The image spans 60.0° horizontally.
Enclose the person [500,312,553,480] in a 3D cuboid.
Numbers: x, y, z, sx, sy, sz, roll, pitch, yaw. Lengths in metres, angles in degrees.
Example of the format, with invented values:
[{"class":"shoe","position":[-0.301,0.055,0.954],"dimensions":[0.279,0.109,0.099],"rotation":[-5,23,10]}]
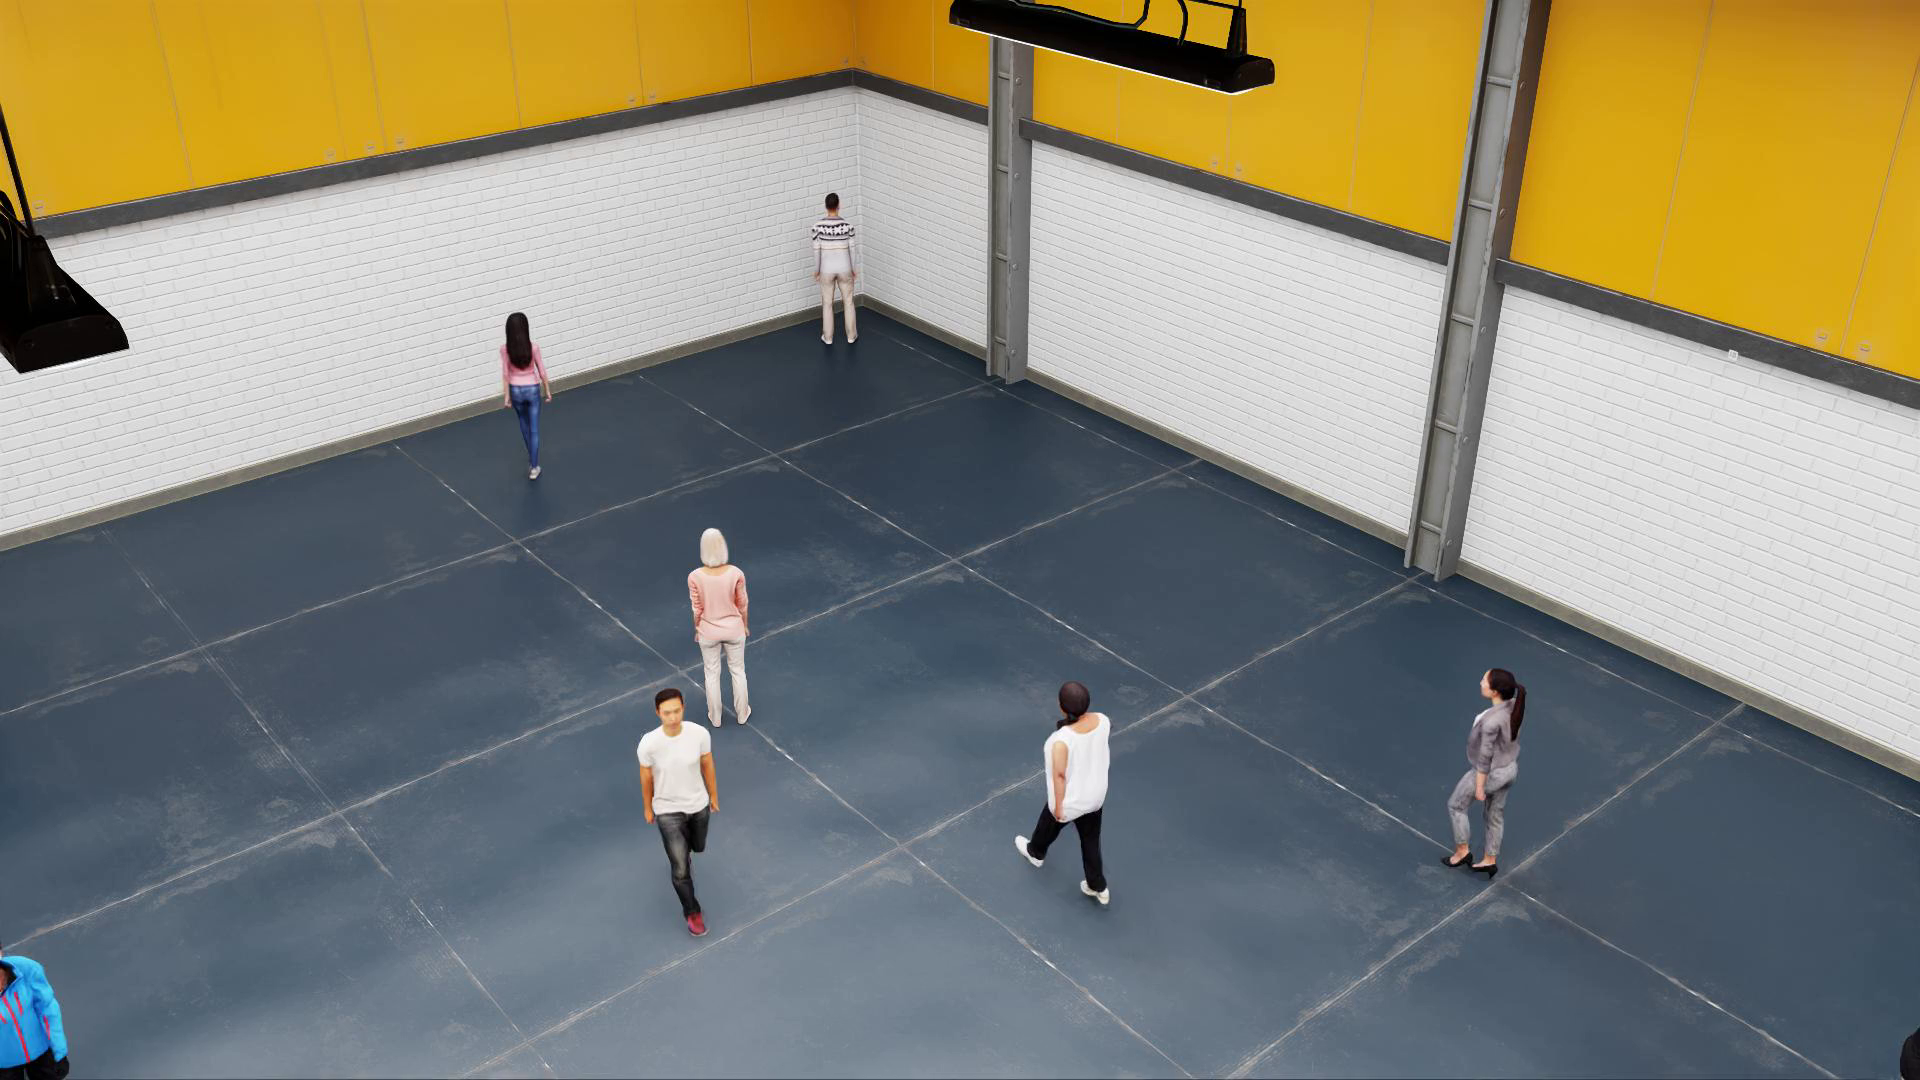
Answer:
[{"class":"person","position":[-4.435,-1.448,16.923],"dimensions":[0.925,1.719,1.040],"rotation":[-2,29,-4]}]

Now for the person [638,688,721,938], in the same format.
[{"class":"person","position":[-1.868,1.711,11.066],"dimensions":[0.824,1.782,1.149],"rotation":[-13,31,-22]}]

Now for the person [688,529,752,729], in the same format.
[{"class":"person","position":[-1.870,0.689,12.999],"dimensions":[0.685,1.725,0.690],"rotation":[-5,29,-9]}]

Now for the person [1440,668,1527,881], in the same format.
[{"class":"person","position":[3.687,1.646,11.313],"dimensions":[0.599,1.660,0.590],"rotation":[-22,36,-35]}]

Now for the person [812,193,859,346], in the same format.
[{"class":"person","position":[-1.503,-3.275,20.124],"dimensions":[0.770,1.860,0.772],"rotation":[-3,29,-6]}]

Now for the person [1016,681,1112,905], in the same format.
[{"class":"person","position":[0.808,1.724,11.184],"dimensions":[0.705,1.645,1.080],"rotation":[-19,34,-31]}]
